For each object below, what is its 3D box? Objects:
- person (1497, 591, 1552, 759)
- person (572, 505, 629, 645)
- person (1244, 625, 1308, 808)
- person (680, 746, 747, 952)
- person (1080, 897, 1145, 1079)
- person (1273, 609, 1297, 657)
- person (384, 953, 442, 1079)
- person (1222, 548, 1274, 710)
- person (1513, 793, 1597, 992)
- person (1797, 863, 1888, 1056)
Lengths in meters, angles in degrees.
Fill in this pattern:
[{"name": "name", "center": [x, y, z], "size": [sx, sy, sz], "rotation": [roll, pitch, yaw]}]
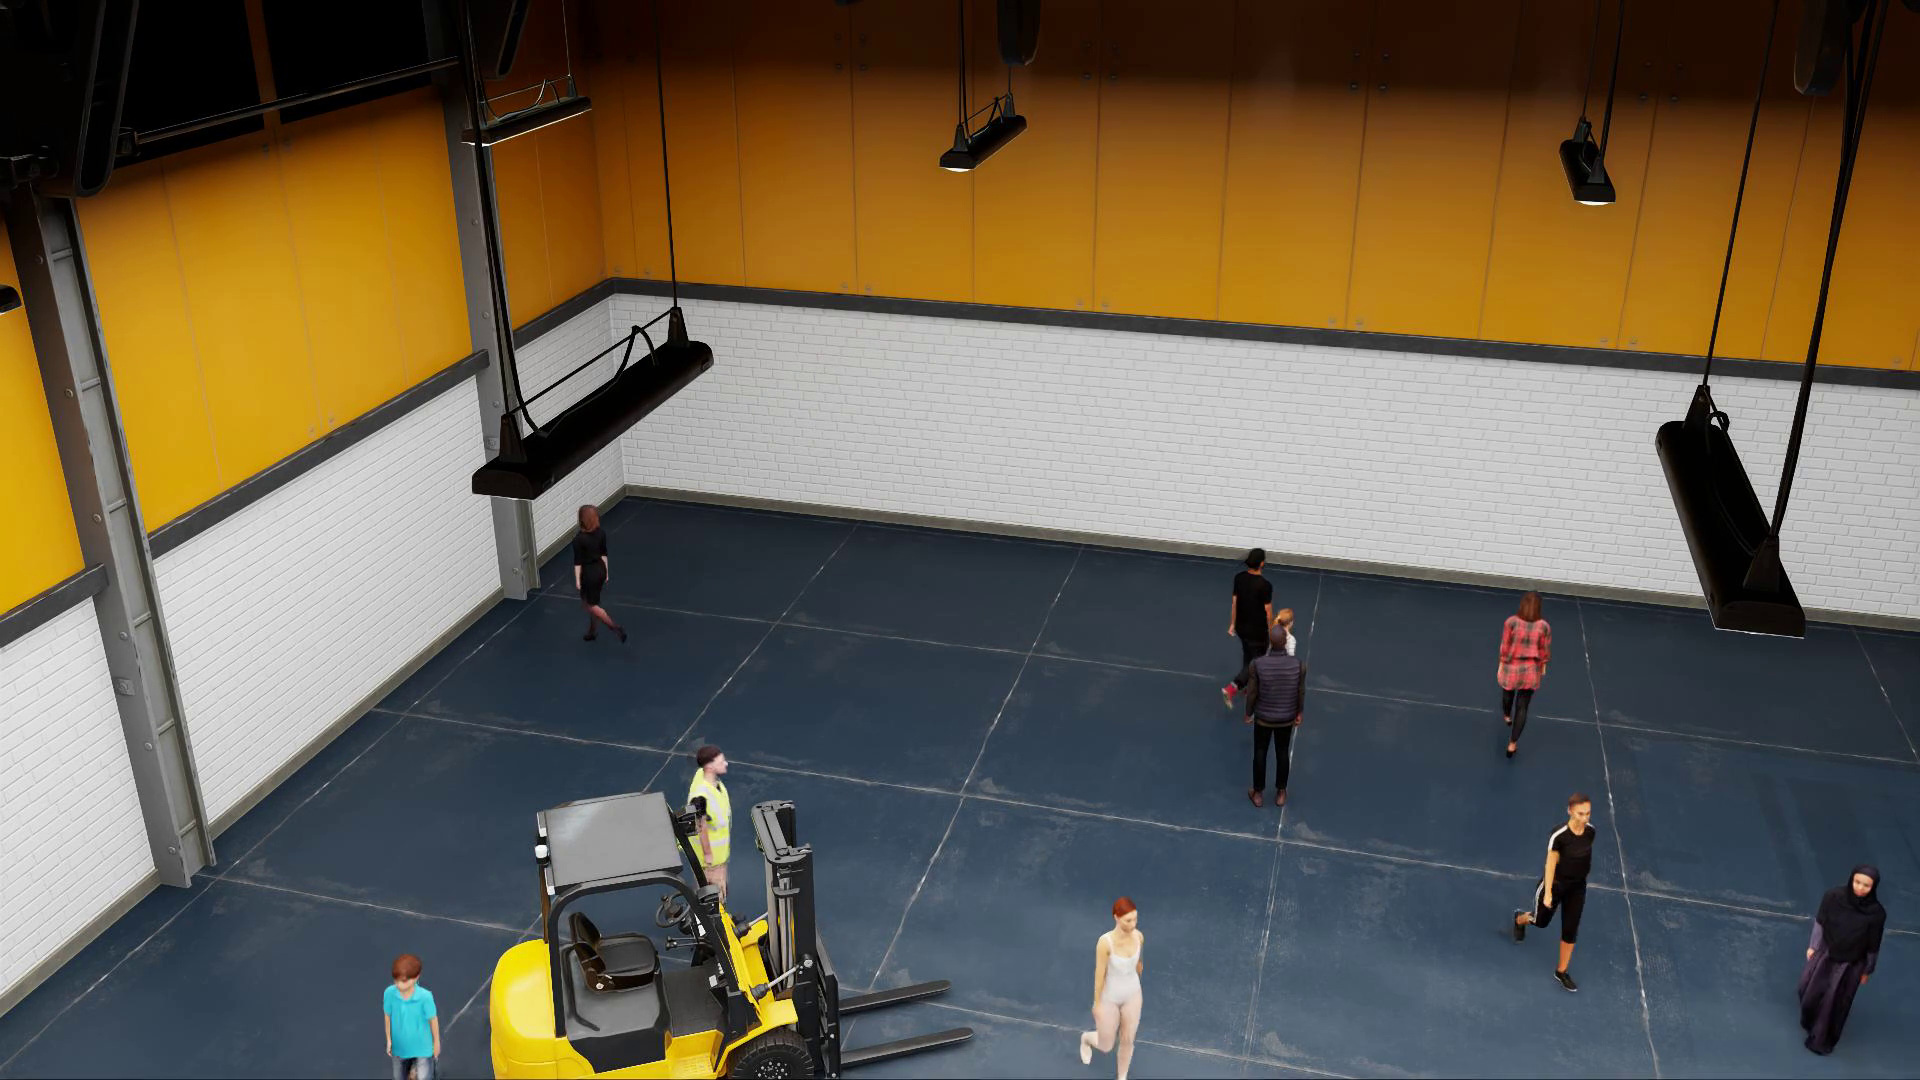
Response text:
[{"name": "person", "center": [5.492, 1.344, 16.305], "size": [0.705, 1.649, 1.121], "rotation": [9, 25, 19]}, {"name": "person", "center": [-3.998, 0.445, 18.317], "size": [0.862, 1.684, 0.969], "rotation": [17, 29, 33]}, {"name": "person", "center": [2.909, 1.630, 15.415], "size": [0.746, 1.837, 0.656], "rotation": [1, 24, 2]}, {"name": "person", "center": [-2.029, 2.474, 13.475], "size": [0.945, 1.845, 0.797], "rotation": [-4, 24, -10]}, {"name": "person", "center": [1.092, 3.250, 11.967], "size": [0.819, 1.631, 0.893], "rotation": [-11, 26, -24]}, {"name": "person", "center": [3.184, 1.328, 16.767], "size": [0.610, 1.306, 0.563], "rotation": [-20, 30, -38]}, {"name": "person", "center": [-3.818, 3.478, 11.681], "size": [0.596, 1.442, 0.770], "rotation": [3, 24, 6]}, {"name": "person", "center": [2.960, 0.944, 17.110], "size": [1.075, 1.736, 0.961], "rotation": [-18, 29, -35]}, {"name": "person", "center": [4.727, 2.704, 13.194], "size": [0.874, 1.649, 1.089], "rotation": [-6, 24, -12]}, {"name": "person", "center": [6.594, 3.068, 12.413], "size": [0.778, 1.608, 0.884], "rotation": [18, 30, 36]}]
